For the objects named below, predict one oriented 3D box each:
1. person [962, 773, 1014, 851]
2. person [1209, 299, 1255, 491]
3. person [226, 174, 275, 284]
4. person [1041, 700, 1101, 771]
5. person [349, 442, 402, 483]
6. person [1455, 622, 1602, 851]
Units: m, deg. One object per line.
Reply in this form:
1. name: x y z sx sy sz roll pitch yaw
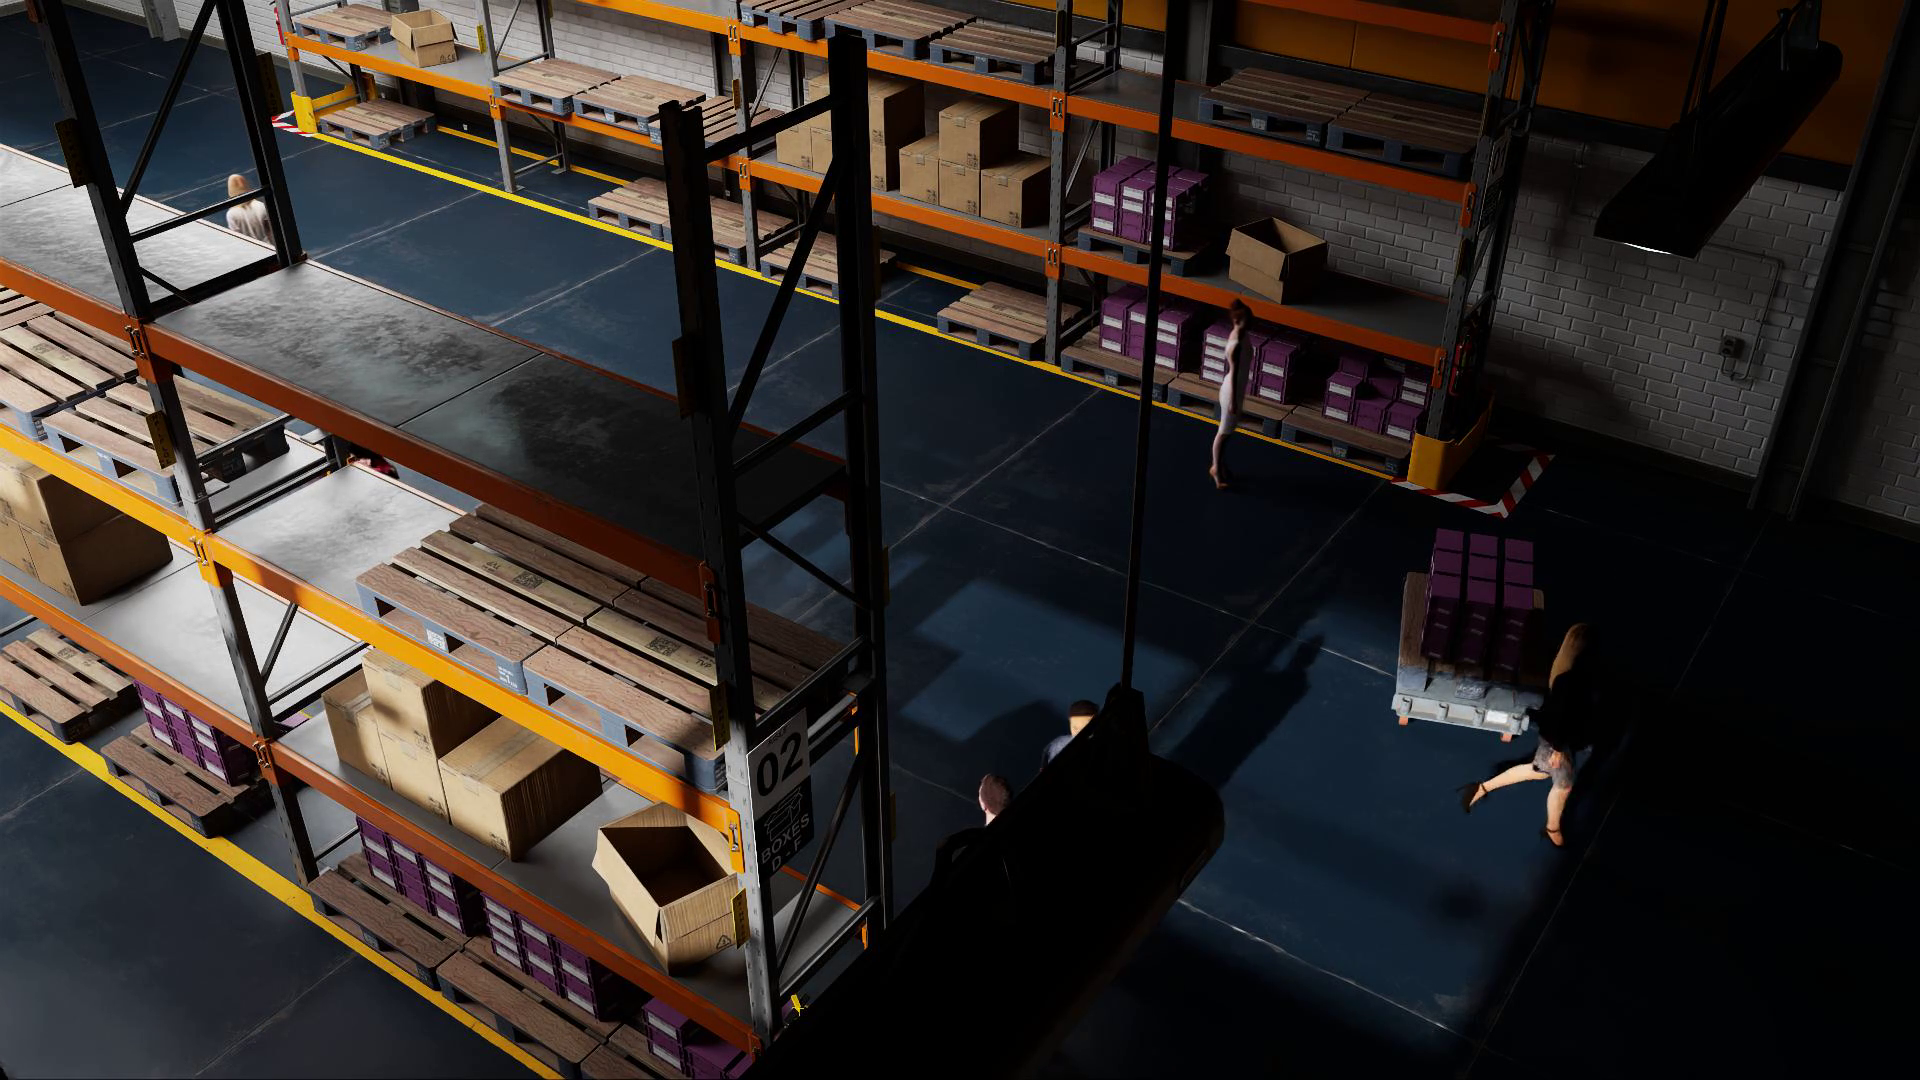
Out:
1. person: 0.252 2.120 9.378 0.717 1.841 0.727 -26 41 -33
2. person: 2.374 -1.272 14.524 0.578 1.793 0.627 11 35 16
3. person: -7.083 -2.812 16.813 0.555 1.825 0.636 26 42 33
4. person: 0.749 1.621 10.197 1.193 1.765 1.040 6 34 9
5. person: -4.548 -0.115 12.947 1.128 1.612 0.686 27 42 34
6. person: 3.723 1.272 10.674 1.130 1.818 0.853 9 35 13
